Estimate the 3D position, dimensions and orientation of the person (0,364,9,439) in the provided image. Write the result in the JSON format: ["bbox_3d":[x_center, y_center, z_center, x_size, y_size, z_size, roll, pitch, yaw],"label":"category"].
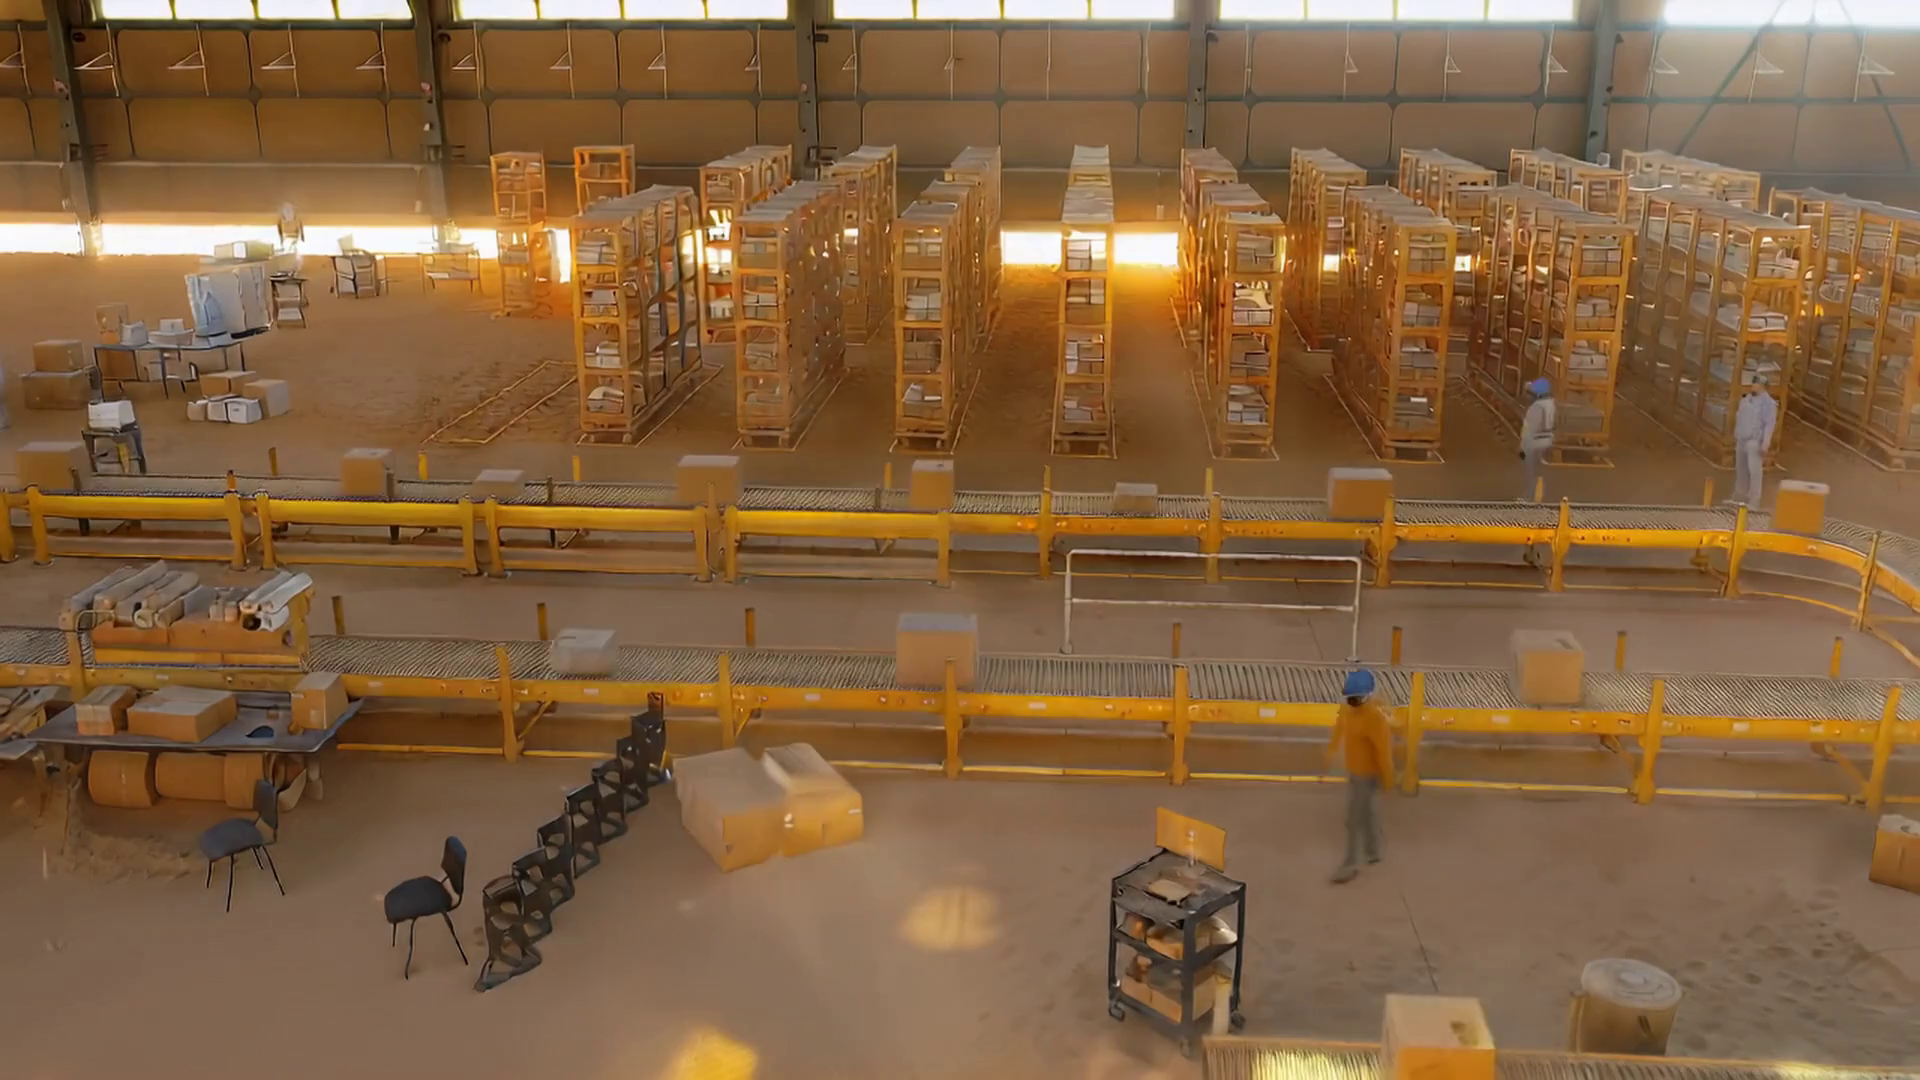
[{"bbox_3d":[-15.590,-2.575,26.574,0.630,1.941,0.960,-16,24,-41],"label":"person"}]

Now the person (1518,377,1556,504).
[{"bbox_3d":[7.865,-1.350,22.864,0.513,1.814,0.625,16,24,41],"label":"person"}]

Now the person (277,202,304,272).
[{"bbox_3d":[-17.677,-7.996,43.947,0.630,1.831,0.429,-3,18,-8],"label":"person"}]

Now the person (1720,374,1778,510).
[{"bbox_3d":[10.762,-1.326,22.647,0.399,1.909,0.642,-3,18,-10],"label":"person"}]

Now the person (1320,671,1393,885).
[{"bbox_3d":[3.065,1.820,12.948,0.711,1.736,0.532,-7,19,-20],"label":"person"}]
